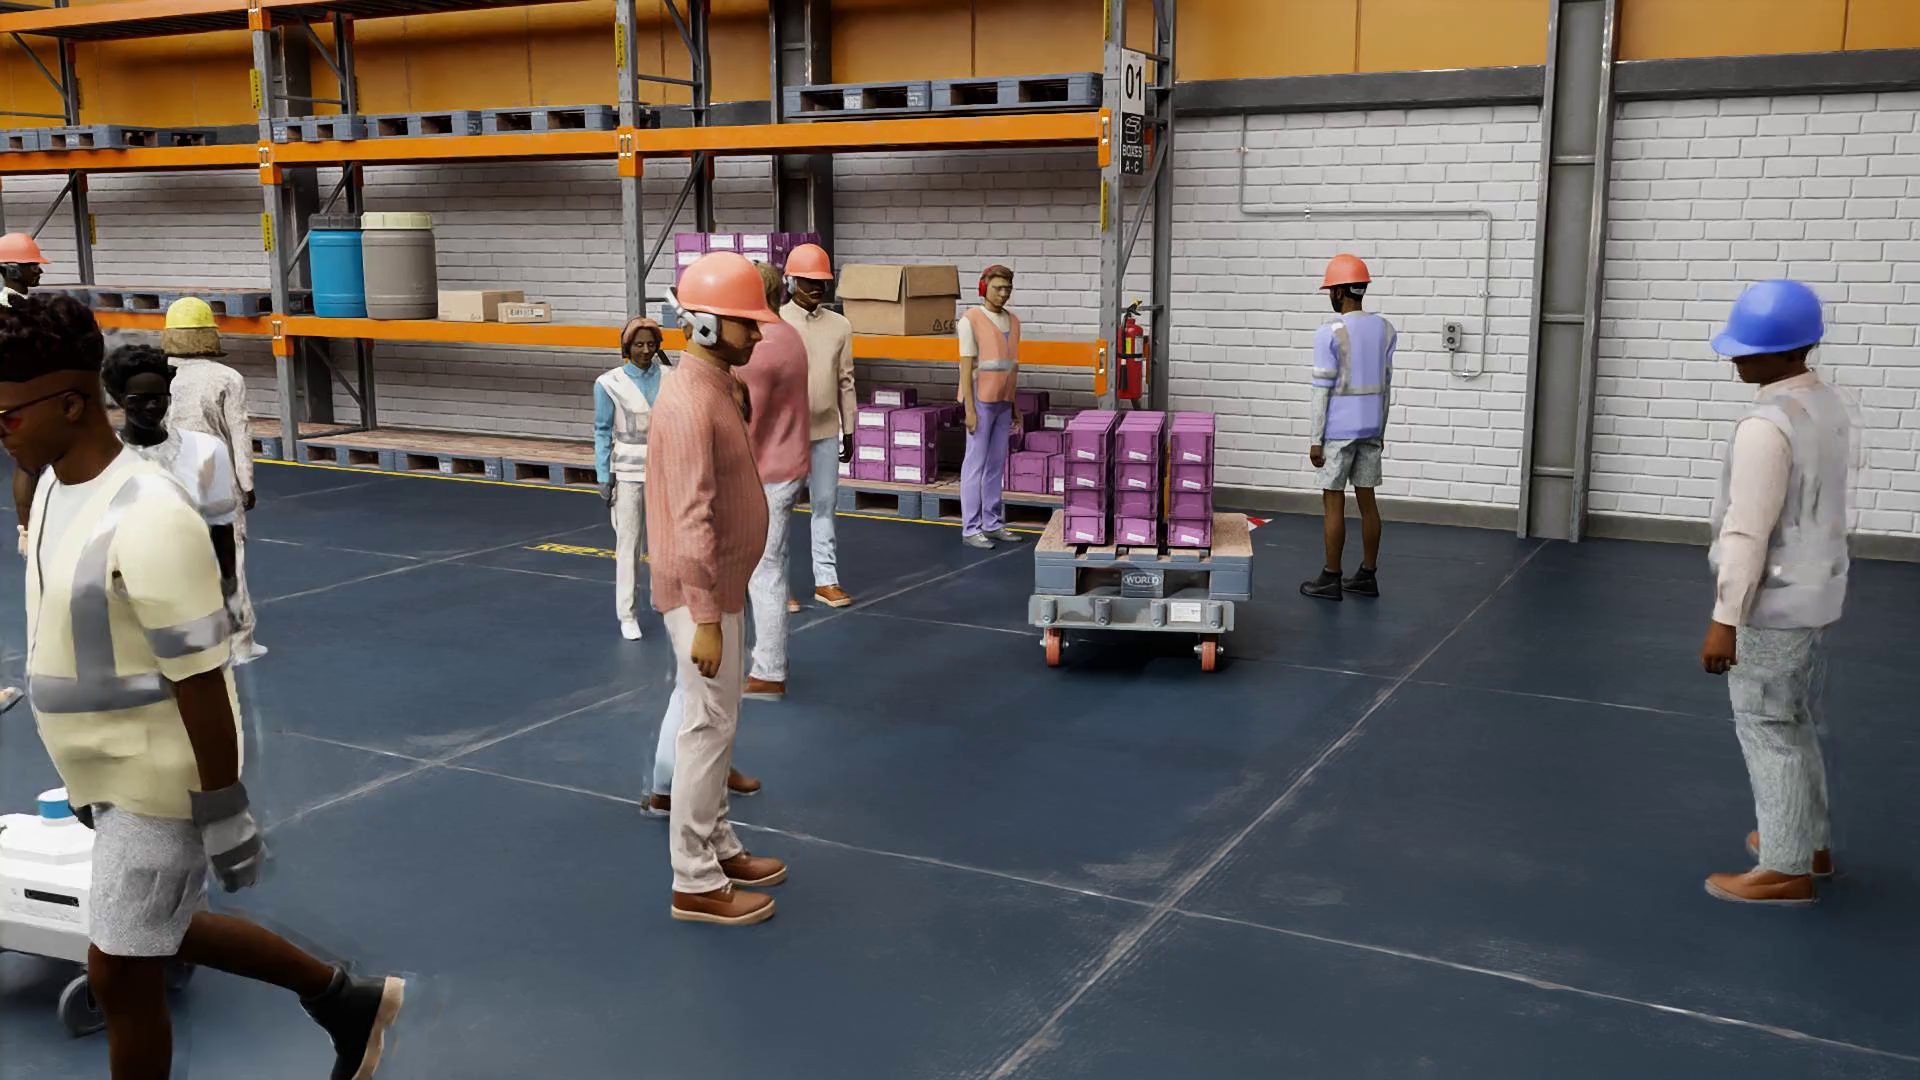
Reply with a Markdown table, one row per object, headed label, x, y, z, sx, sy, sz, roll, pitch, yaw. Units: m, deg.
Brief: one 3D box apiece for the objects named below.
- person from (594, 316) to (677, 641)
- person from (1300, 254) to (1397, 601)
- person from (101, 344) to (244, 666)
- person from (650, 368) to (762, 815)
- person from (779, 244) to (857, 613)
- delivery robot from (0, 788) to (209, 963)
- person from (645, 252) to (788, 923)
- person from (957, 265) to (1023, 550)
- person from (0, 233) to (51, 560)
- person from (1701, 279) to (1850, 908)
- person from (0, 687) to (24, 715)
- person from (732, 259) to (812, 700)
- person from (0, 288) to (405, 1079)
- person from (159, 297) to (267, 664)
| label | x | y | z | sx | sy | sz | roll | pitch | yaw |
| --- | --- | --- | --- | --- | --- | --- | --- | --- | --- |
| person | -1.590 | -0.311 | 8.404 | 0.524 | 1.631 | 0.316 | -7 | 12 | -33 |
| person | 2.150 | -0.619 | 9.286 | 0.543 | 1.929 | 0.386 | -5 | 12 | -27 |
| person | -2.628 | 0.203 | 5.442 | 0.536 | 1.689 | 0.324 | -10 | 14 | -42 |
| person | -0.832 | 0.195 | 5.708 | 0.549 | 1.591 | 0.540 | -4 | 11 | -20 |
| person | -0.831 | -0.599 | 9.021 | 0.616 | 1.988 | 0.399 | -6 | 12 | -30 |
| delivery robot | -2.373 | 0.905 | 4.432 | 0.707 | 0.478 | 0.477 | 4 | 11 | 19 |
| person | -0.717 | 0.152 | 4.919 | 0.408 | 1.980 | 0.627 | -1 | 10 | -3 |
| person | 0.190 | -0.873 | 10.910 | 0.392 | 1.839 | 0.563 | 8 | 13 | 37 |
| person | -5.861 | -0.898 | 10.487 | 0.371 | 2.044 | 0.607 | -7 | 12 | -32 |
| person | 2.439 | 0.177 | 4.987 | 0.399 | 1.908 | 0.672 | 9 | 14 | 41 |
| person | -4.245 | -0.036 | 6.425 | 0.979 | 1.797 | 0.502 | -3 | 11 | -17 |
| person | -0.867 | -0.260 | 7.309 | 0.427 | 1.931 | 0.639 | 1 | 10 | 5 |
| person | -1.584 | 0.448 | 3.423 | 0.809 | 1.931 | 0.625 | -10 | 14 | -43 |
| person | -3.587 | -0.268 | 7.864 | 0.492 | 1.741 | 0.317 | -2 | 10 | -10 |
